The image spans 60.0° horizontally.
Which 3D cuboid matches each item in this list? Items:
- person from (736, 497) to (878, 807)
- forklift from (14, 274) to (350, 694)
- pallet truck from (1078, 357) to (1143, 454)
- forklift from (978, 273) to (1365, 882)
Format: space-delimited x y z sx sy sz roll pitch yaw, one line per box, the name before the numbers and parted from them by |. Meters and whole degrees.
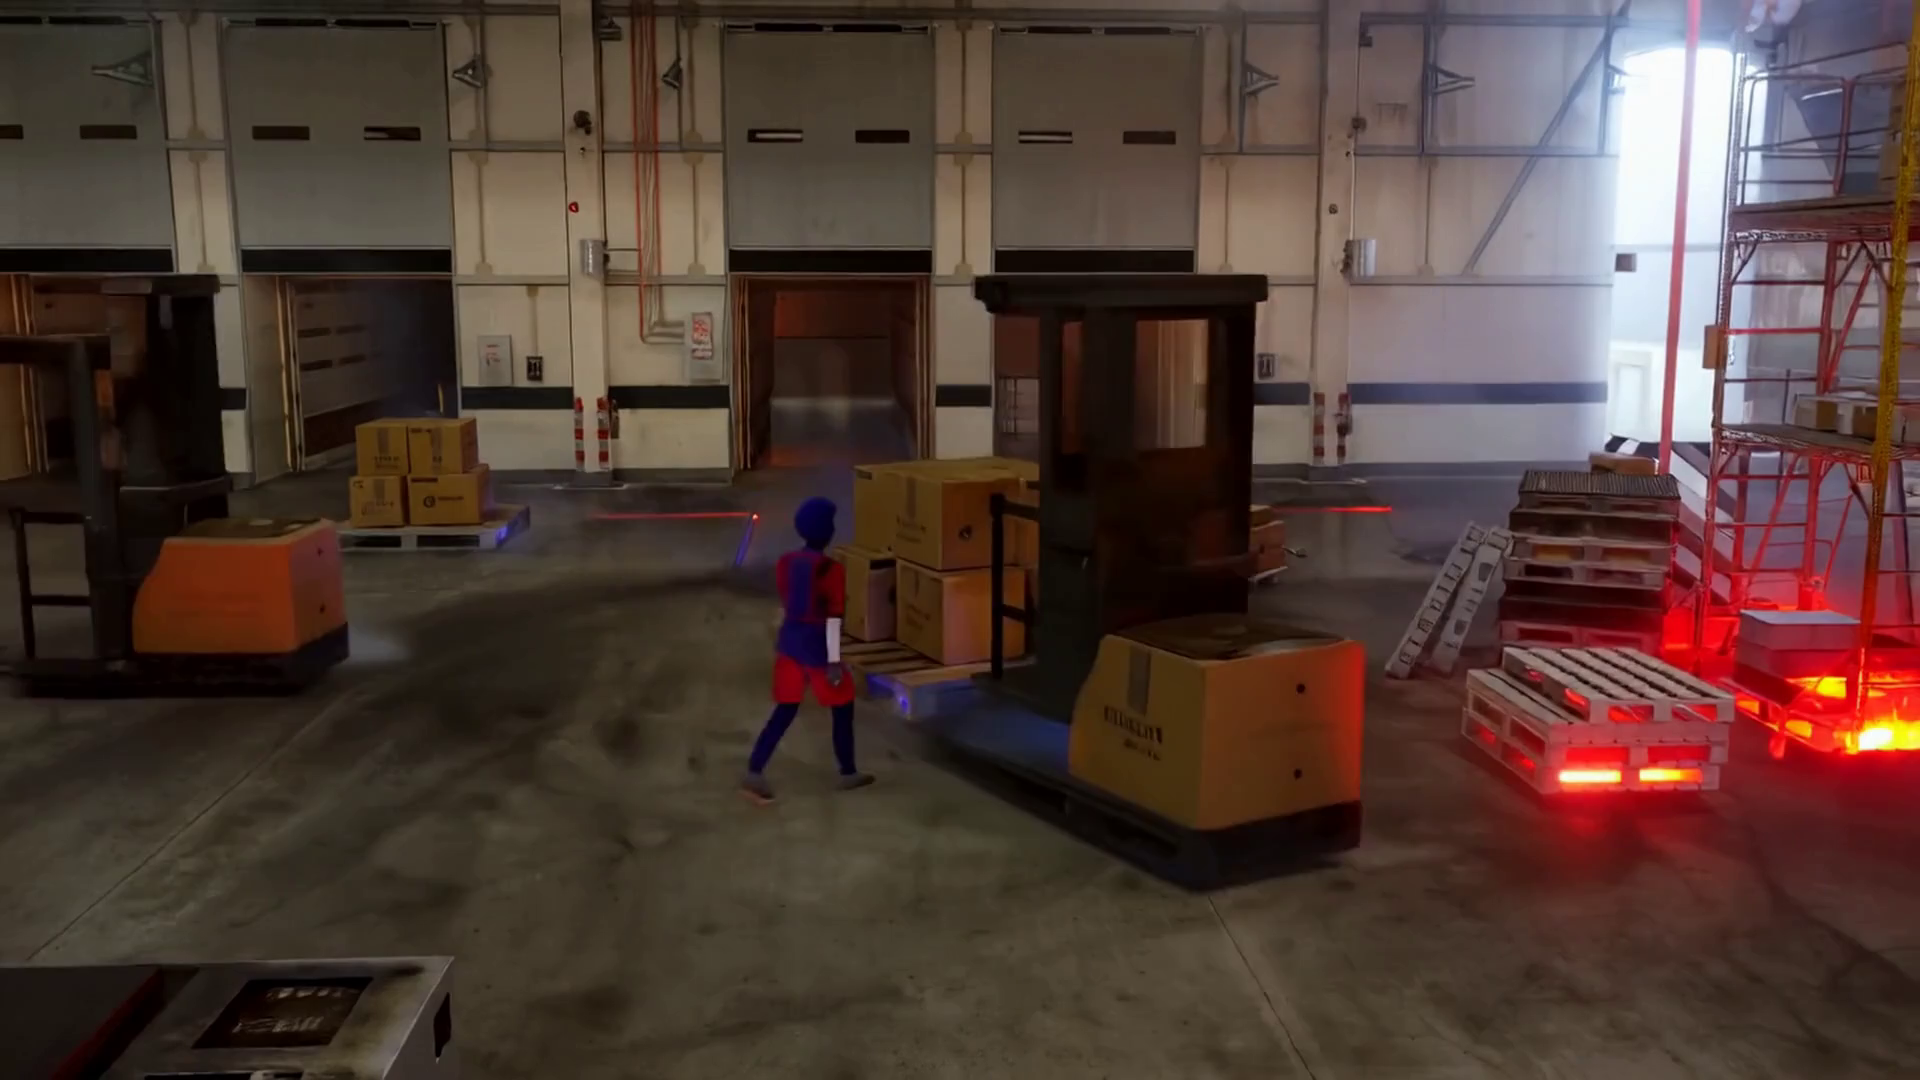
person | -0.834 0.597 8.842 0.531 1.660 0.842 8 12 42
forklift | -5.363 -0.425 11.419 1.873 2.768 1.129 0 9 3
pallet truck | 2.088 -0.836 16.757 1.885 1.965 0.823 2 9 13
forklift | 1.054 0.064 8.347 1.129 2.768 1.873 -5 10 -30
